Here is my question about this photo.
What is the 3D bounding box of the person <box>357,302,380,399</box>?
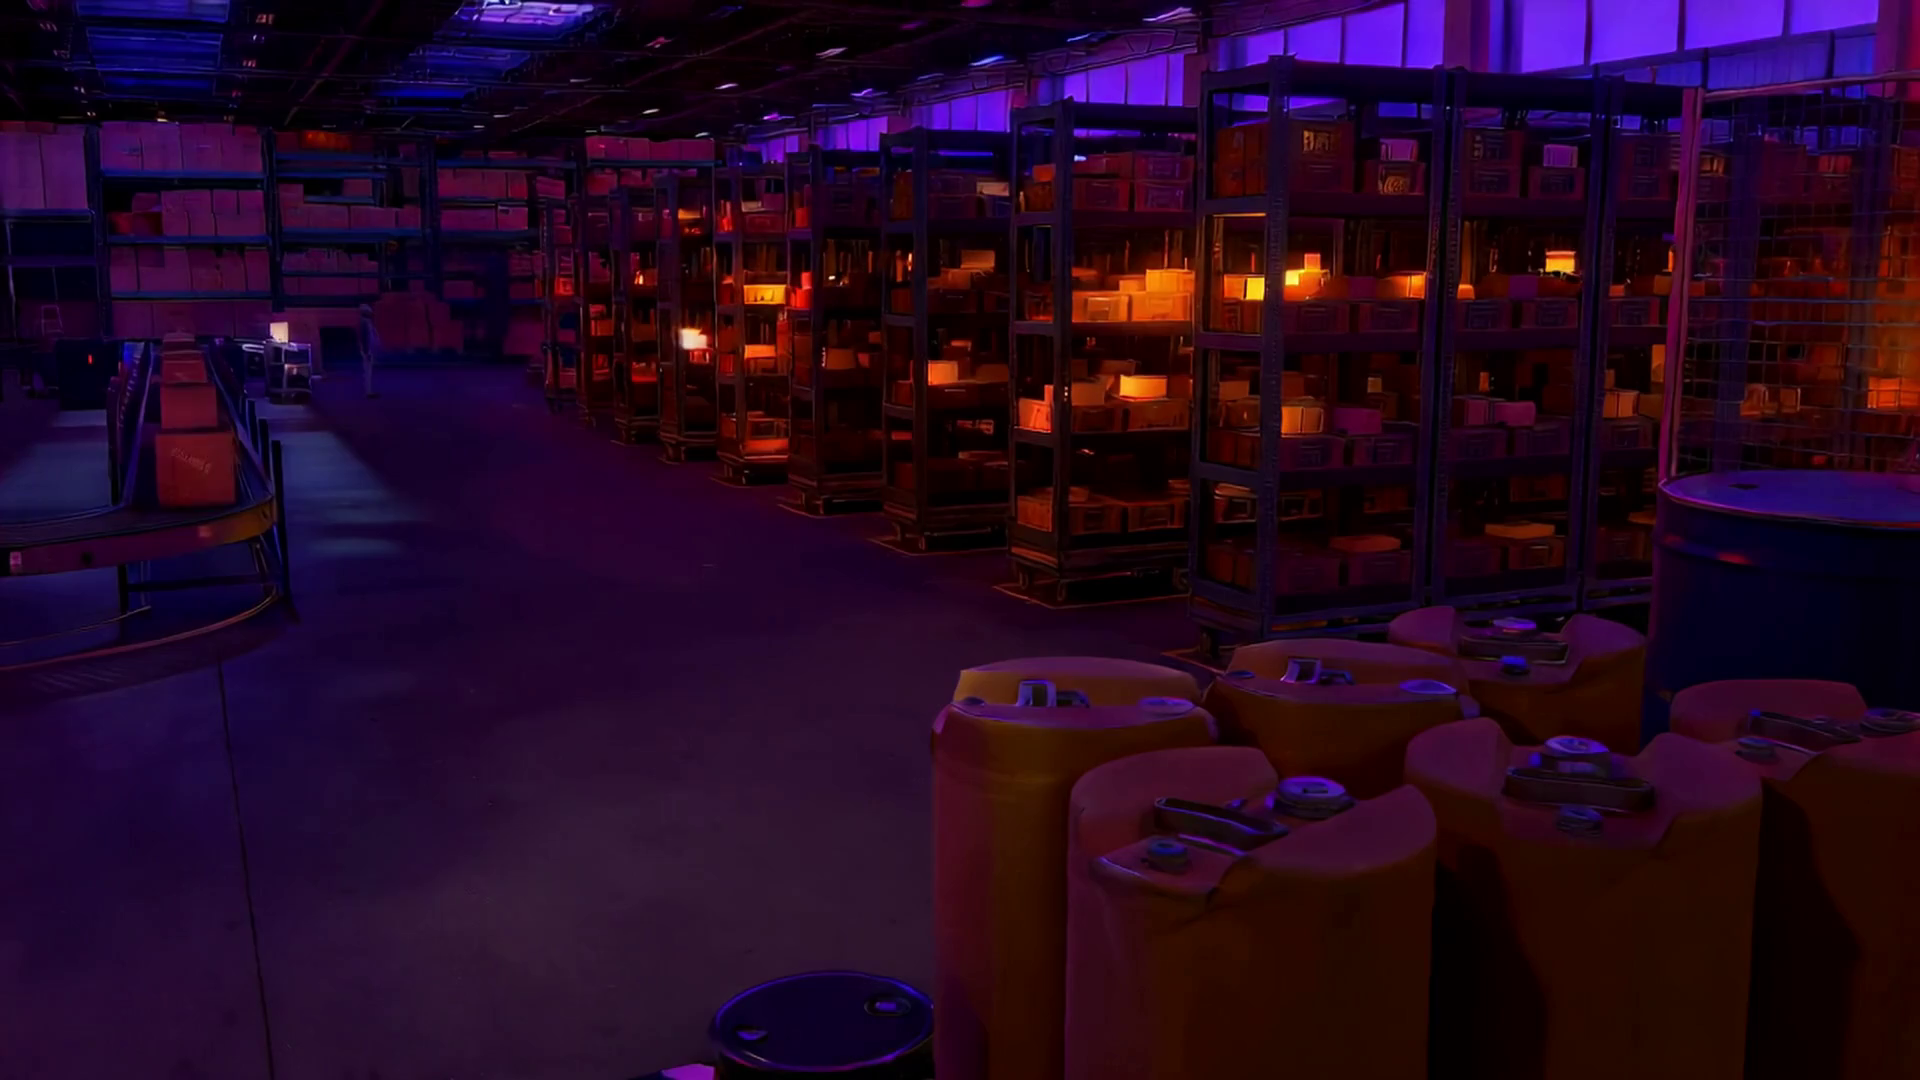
[{"bbox_3d":[-11.278,-3.609,31.716,0.404,1.833,0.600,-3,10,-17],"label":"person"}]

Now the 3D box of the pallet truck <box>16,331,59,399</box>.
[{"bbox_3d":[-17.082,-3.353,31.781,1.630,1.274,0.653,-4,10,-25],"label":"pallet truck"}]

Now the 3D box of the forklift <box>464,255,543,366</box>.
[{"bbox_3d":[-11.785,-5.927,42.858,1.873,2.768,1.129,-4,10,-25],"label":"forklift"}]

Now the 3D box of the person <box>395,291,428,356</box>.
[{"bbox_3d":[-15.803,-6.232,47.888,0.965,1.856,0.678,-4,10,-24],"label":"person"}]

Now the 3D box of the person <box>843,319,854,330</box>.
[{"bbox_3d":[-2.700,-4.632,37.853,0.643,1.905,0.400,-7,12,-38],"label":"person"}]

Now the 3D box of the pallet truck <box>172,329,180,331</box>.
[{"bbox_3d":[-17.275,-3.851,35.096,1.601,1.201,0.680,0,9,1],"label":"pallet truck"}]

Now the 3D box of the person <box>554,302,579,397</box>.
[{"bbox_3d":[-7.588,-3.666,32.054,0.589,1.835,0.436,3,10,17],"label":"person"}]
